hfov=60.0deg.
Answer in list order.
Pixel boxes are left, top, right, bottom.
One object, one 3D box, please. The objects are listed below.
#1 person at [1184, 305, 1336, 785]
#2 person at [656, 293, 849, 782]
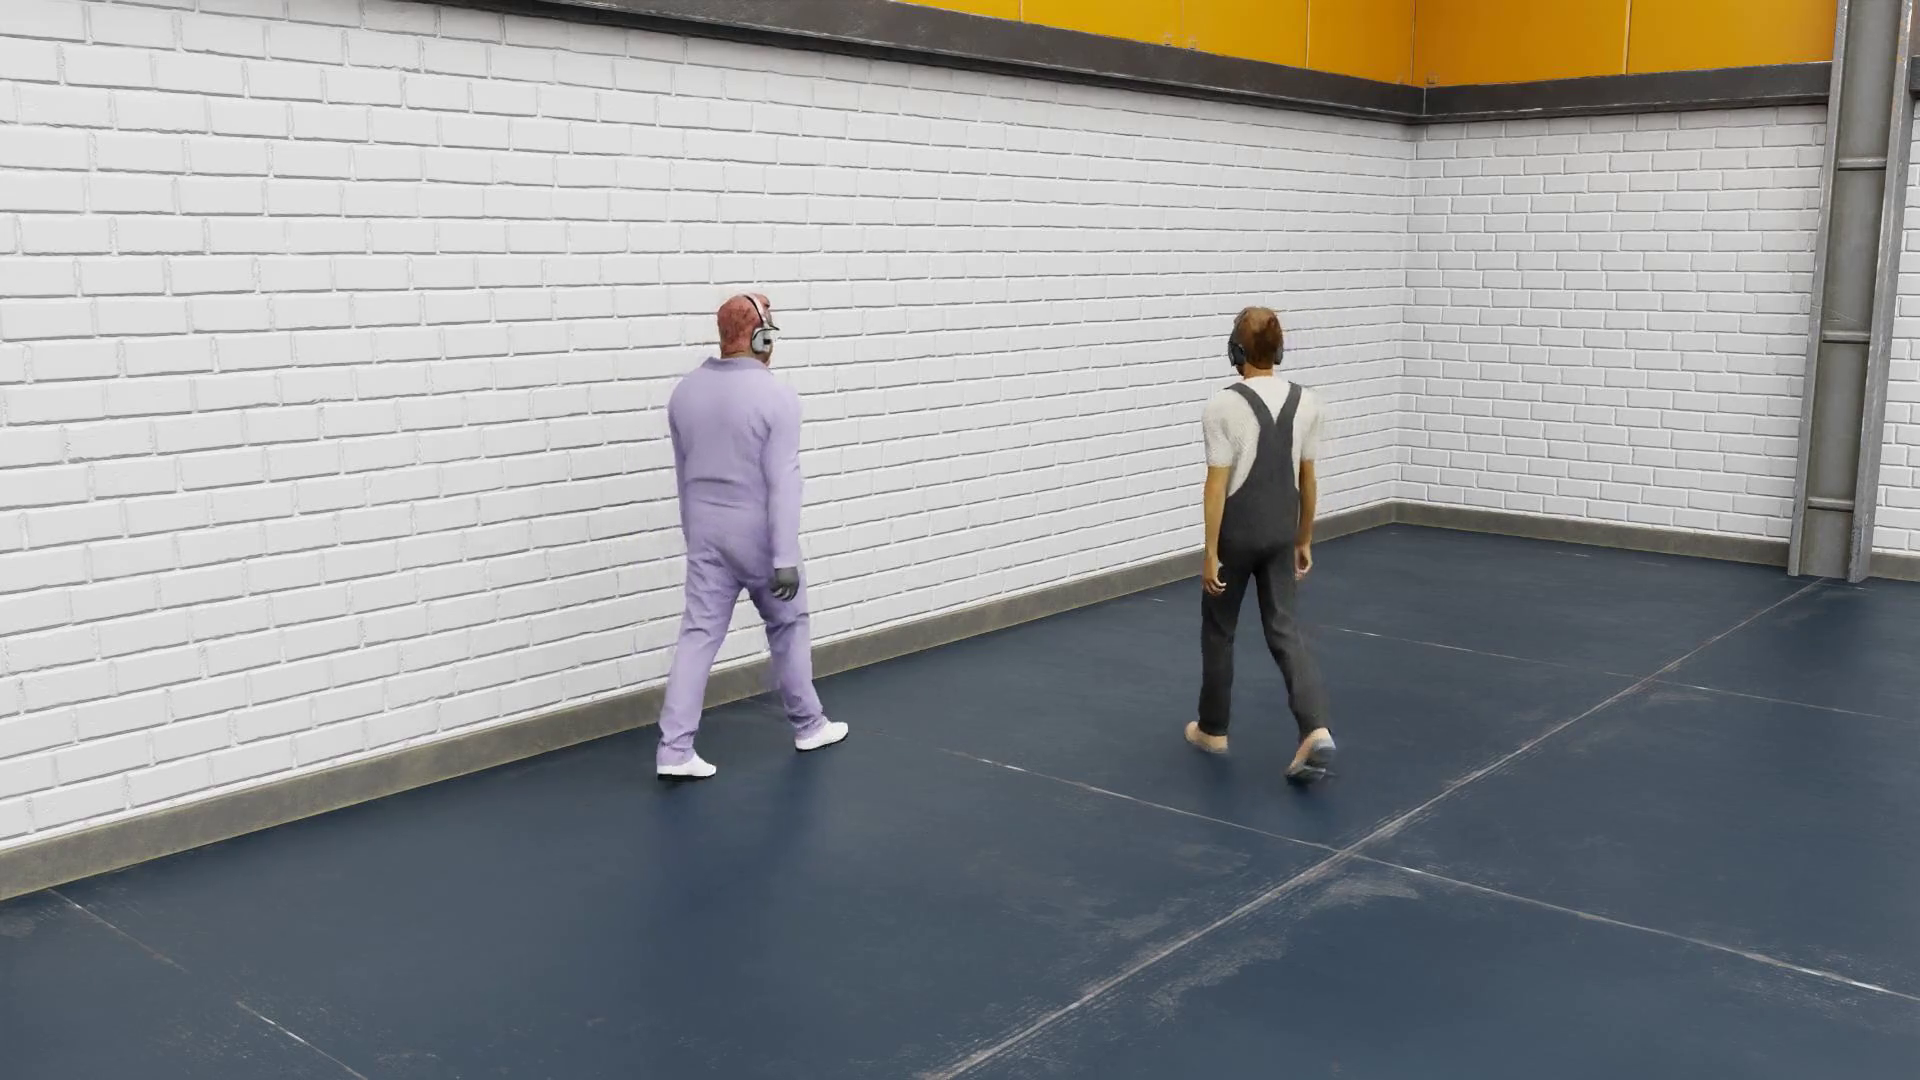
[{"bbox_3d":[1.164,0.014,6.364,0.519,1.816,0.888,-4,11,-20],"label":"person"},{"bbox_3d":[-0.833,-0.014,6.400,0.659,1.860,0.980,6,12,32],"label":"person"}]
